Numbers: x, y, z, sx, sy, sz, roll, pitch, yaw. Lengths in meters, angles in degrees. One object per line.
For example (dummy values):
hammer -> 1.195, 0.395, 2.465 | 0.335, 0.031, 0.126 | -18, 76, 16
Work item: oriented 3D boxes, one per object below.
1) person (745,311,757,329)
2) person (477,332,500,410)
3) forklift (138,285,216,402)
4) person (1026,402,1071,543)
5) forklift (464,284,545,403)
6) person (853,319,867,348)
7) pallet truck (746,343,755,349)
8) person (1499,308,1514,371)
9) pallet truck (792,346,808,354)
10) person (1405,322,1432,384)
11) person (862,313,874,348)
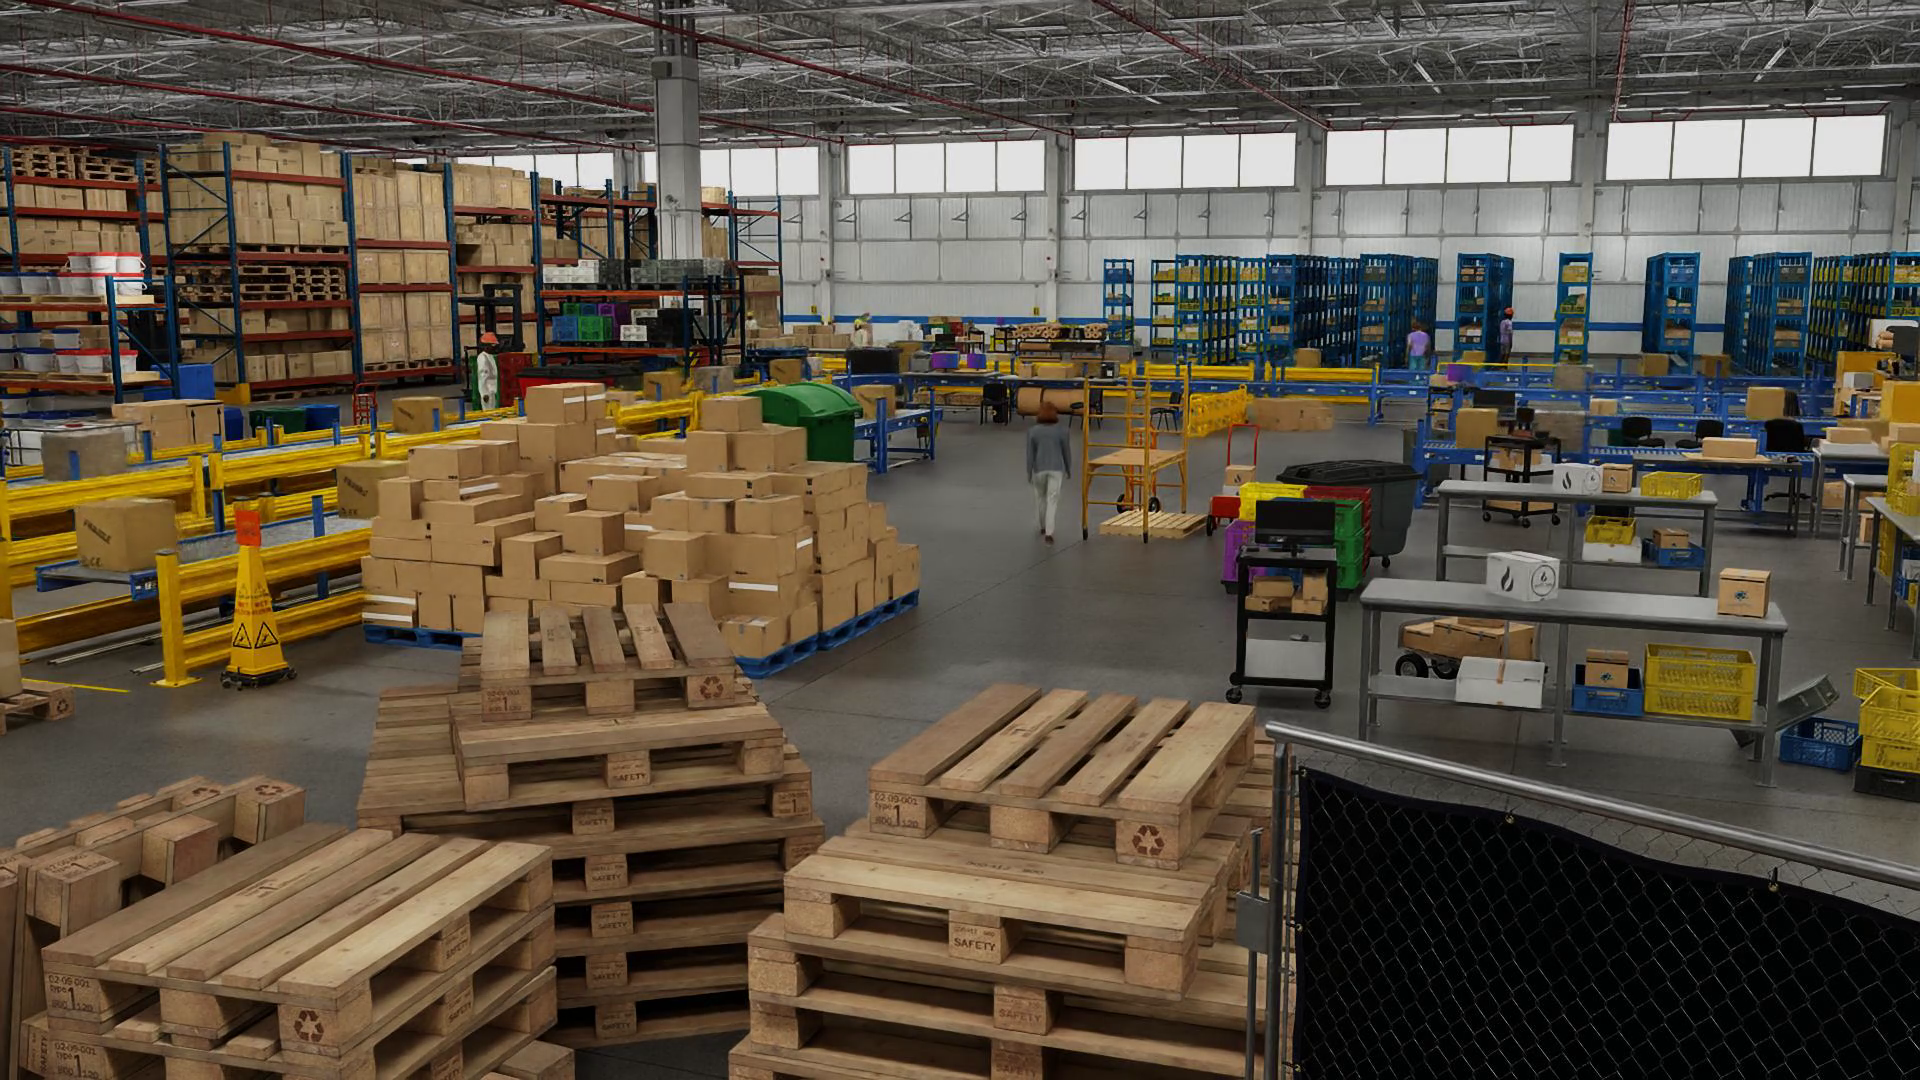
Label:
person -> -7.593, -7.440, 60.392 | 0.531, 1.736, 0.778 | 3, 10, 20
person -> -8.242, -2.623, 29.188 | 0.396, 2.038, 0.615 | 0, 9, -3
forklift -> -17.480, -4.200, 36.461 | 1.873, 2.768, 1.129 | 3, 10, 19
person -> 1.005, -0.774, 18.983 | 0.497, 1.594, 0.853 | 2, 9, 12
forklift -> -10.832, -4.702, 39.610 | 1.129, 2.768, 1.873 | 3, 10, 20
person -> -2.879, -5.374, 47.265 | 0.922, 1.784, 0.604 | 5, 10, 28
pallet truck -> -6.183, -4.618, 44.264 | 1.601, 1.201, 0.680 | -9, 12, -43
person -> 16.585, -6.003, 50.397 | 0.378, 2.045, 0.605 | -1, 9, -8
pallet truck -> -3.705, -4.298, 42.022 | 0.653, 1.274, 1.630 | 3, 10, 20
person -> 11.897, -4.722, 43.119 | 0.664, 1.805, 0.385 | 2, 9, 11
person -> -2.894, -6.001, 50.854 | 0.544, 1.892, 0.666 | 6, 11, 34
